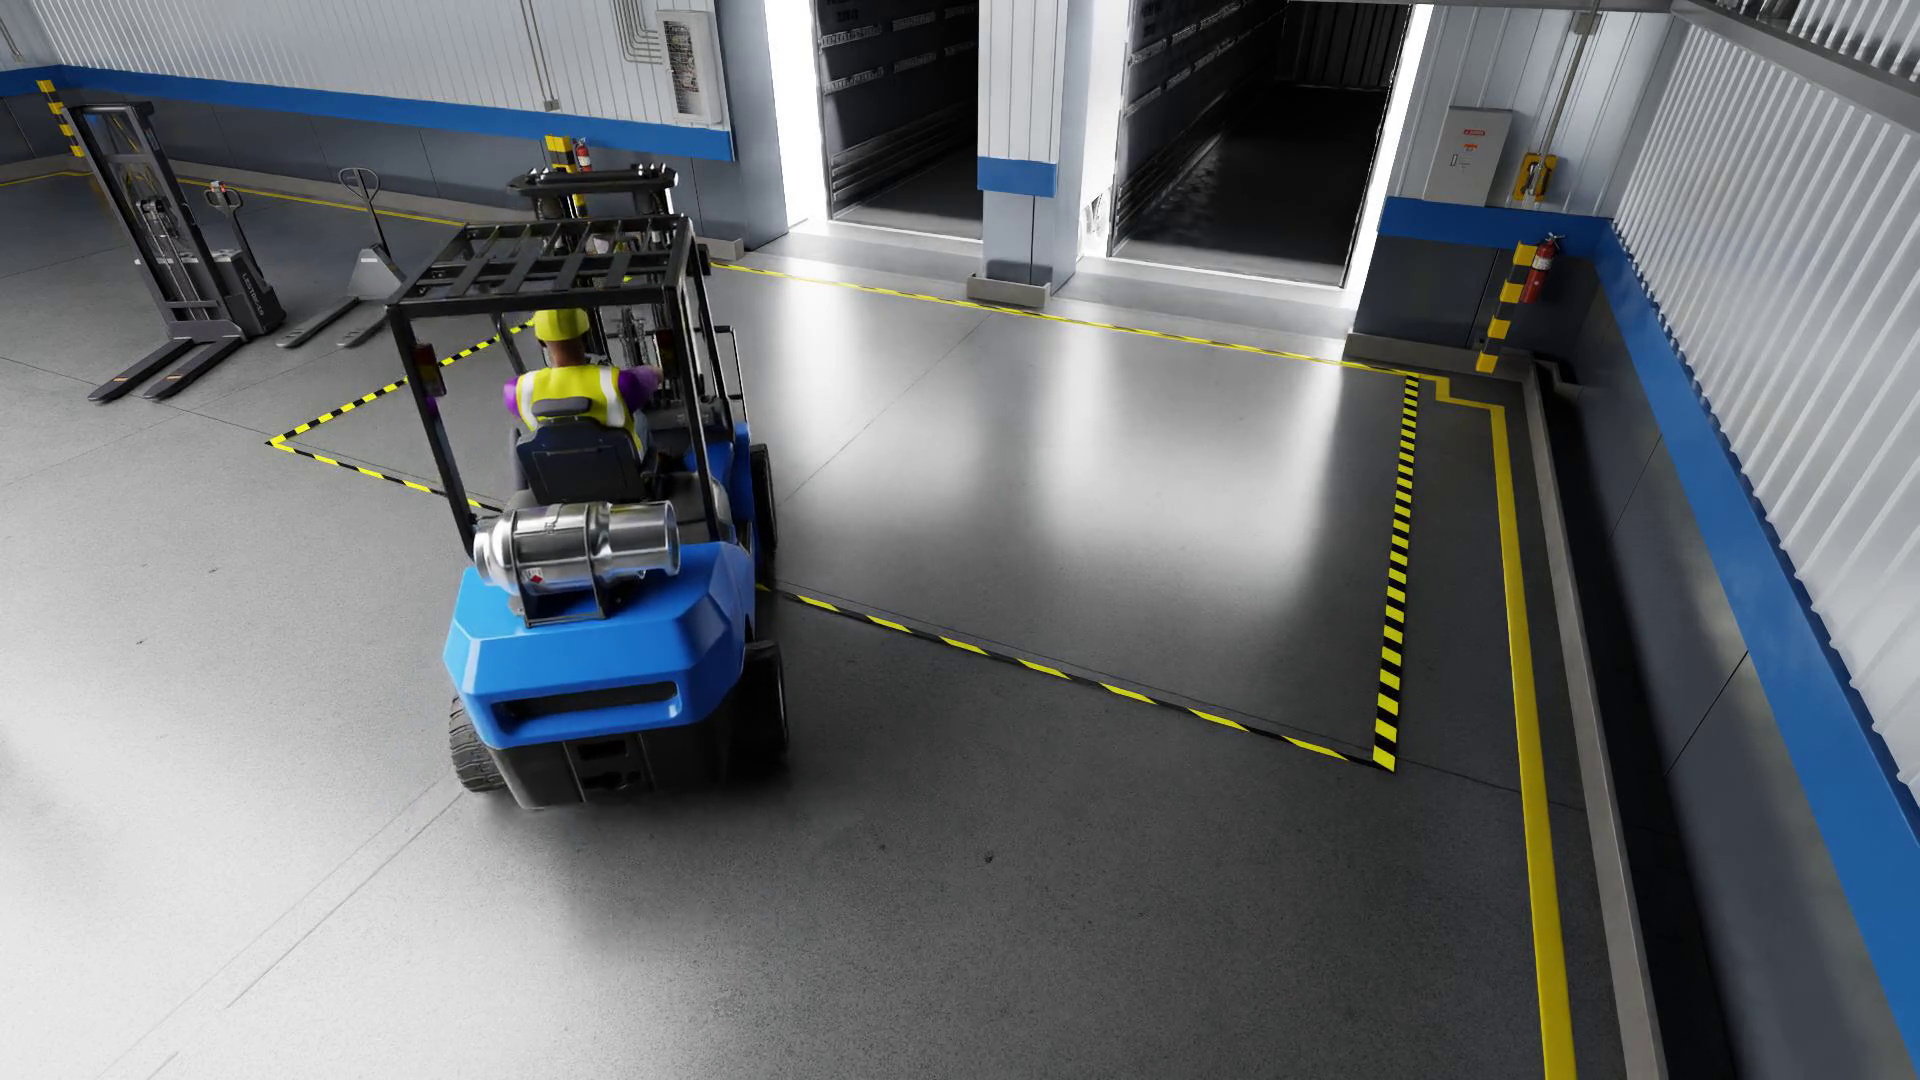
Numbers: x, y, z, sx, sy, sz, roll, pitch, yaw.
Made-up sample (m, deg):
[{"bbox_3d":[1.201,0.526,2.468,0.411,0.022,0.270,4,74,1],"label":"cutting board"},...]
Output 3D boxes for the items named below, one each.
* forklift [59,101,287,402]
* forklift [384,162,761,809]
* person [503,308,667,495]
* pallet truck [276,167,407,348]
[{"bbox_3d":[-6.686,-2.387,7.434,0.823,1.965,1.885,-3,35,-5],"label":"forklift"},{"bbox_3d":[-1.644,-0.432,4.328,1.157,2.036,2.680,-6,35,-8],"label":"forklift"},{"bbox_3d":[-1.648,-0.620,4.270,0.635,1.293,1.004,-6,35,-8],"label":"person"},{"bbox_3d":[-5.732,-2.611,8.414,0.680,1.201,1.601,-1,35,-1],"label":"pallet truck"}]
